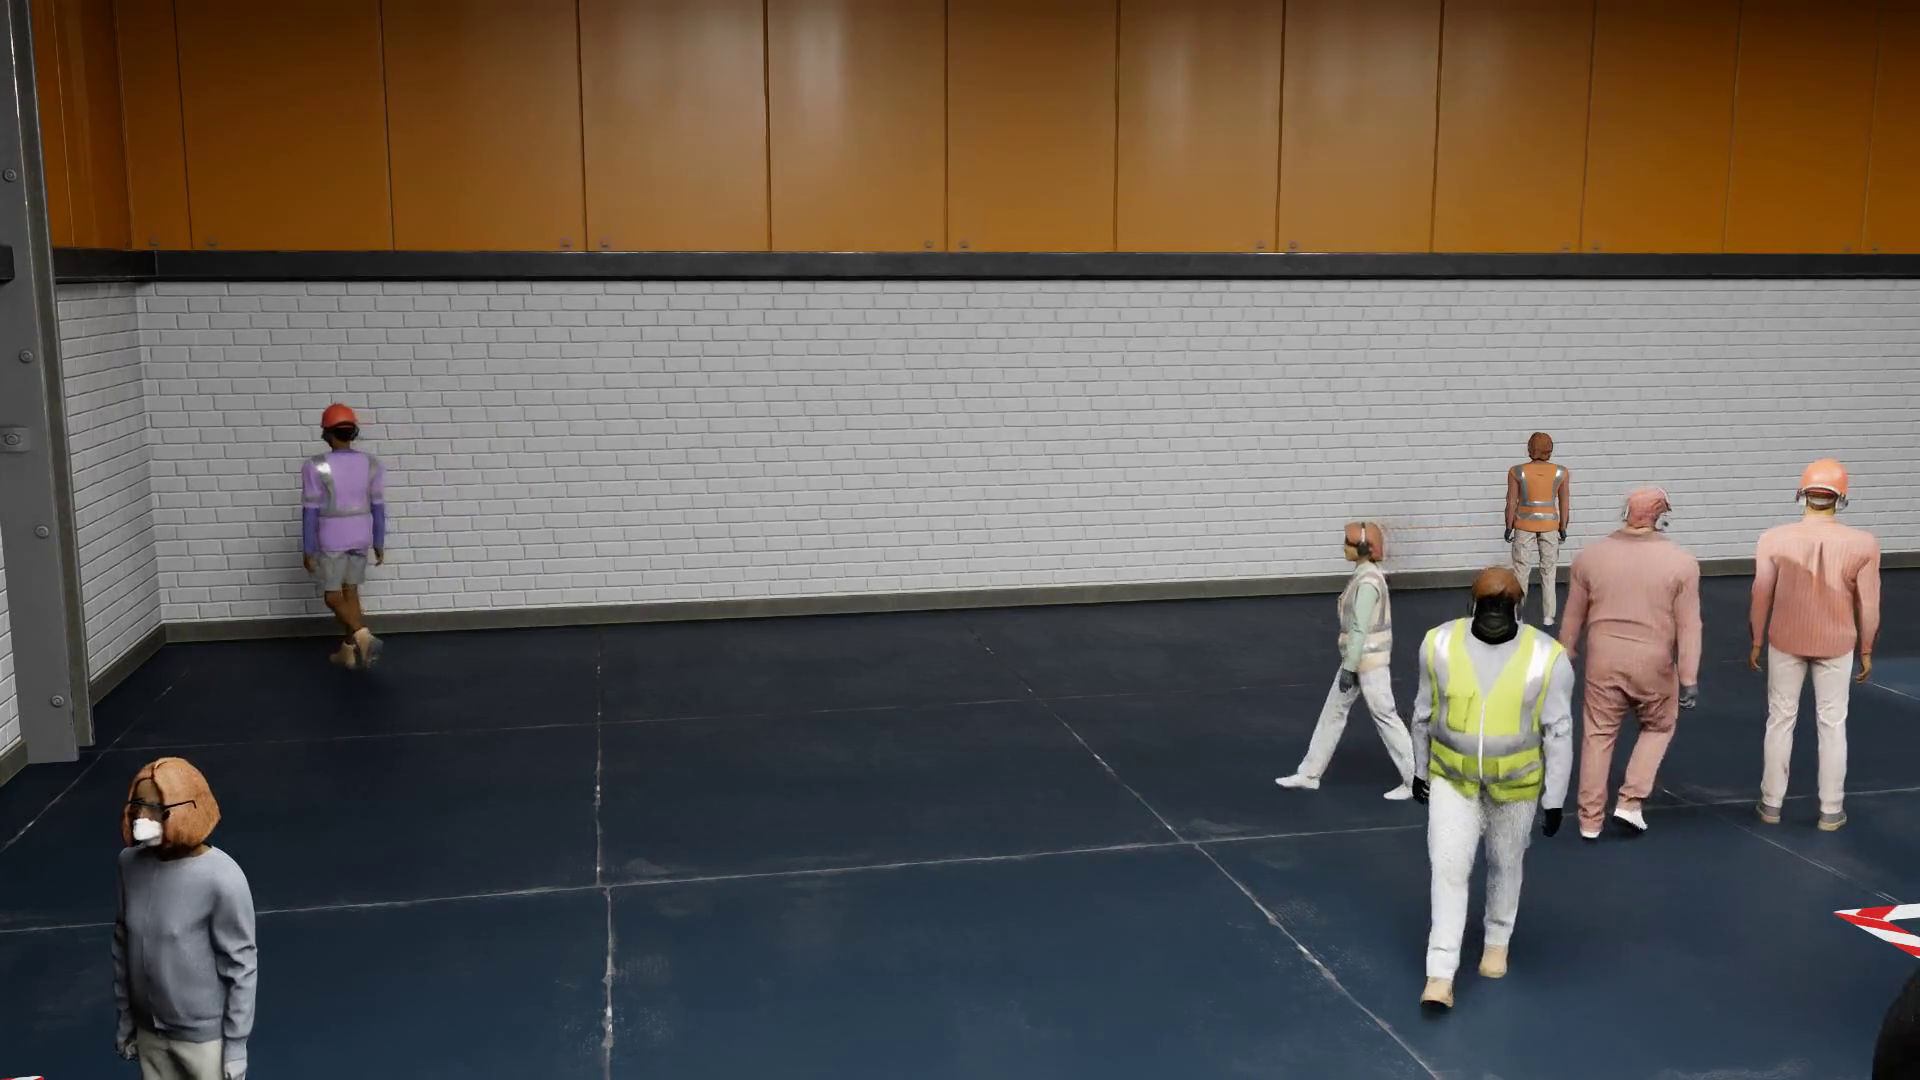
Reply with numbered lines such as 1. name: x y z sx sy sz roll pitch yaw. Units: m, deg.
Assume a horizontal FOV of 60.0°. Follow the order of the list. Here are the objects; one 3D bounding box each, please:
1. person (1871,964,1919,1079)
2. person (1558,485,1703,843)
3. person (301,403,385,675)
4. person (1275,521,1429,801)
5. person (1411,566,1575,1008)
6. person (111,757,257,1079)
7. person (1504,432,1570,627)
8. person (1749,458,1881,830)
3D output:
1. person: 2.582 1.479 4.001 0.624 1.779 1.009 1 9 3
2. person: 3.484 0.654 8.675 0.770 1.878 0.515 7 12 38
3. person: -4.494 0.004 12.229 0.788 2.020 0.617 8 12 41
4. person: 2.267 0.684 9.361 0.856 1.592 0.532 1 9 9
5. person: 2.145 1.005 6.786 0.652 1.792 0.943 4 10 23
6. person: -2.227 1.416 4.777 0.501 1.636 0.278 4 10 22
7. person: 4.812 -0.081 13.892 0.523 1.640 0.306 1 9 8
8. person: 4.576 0.555 8.935 0.622 1.992 0.395 5 10 26
